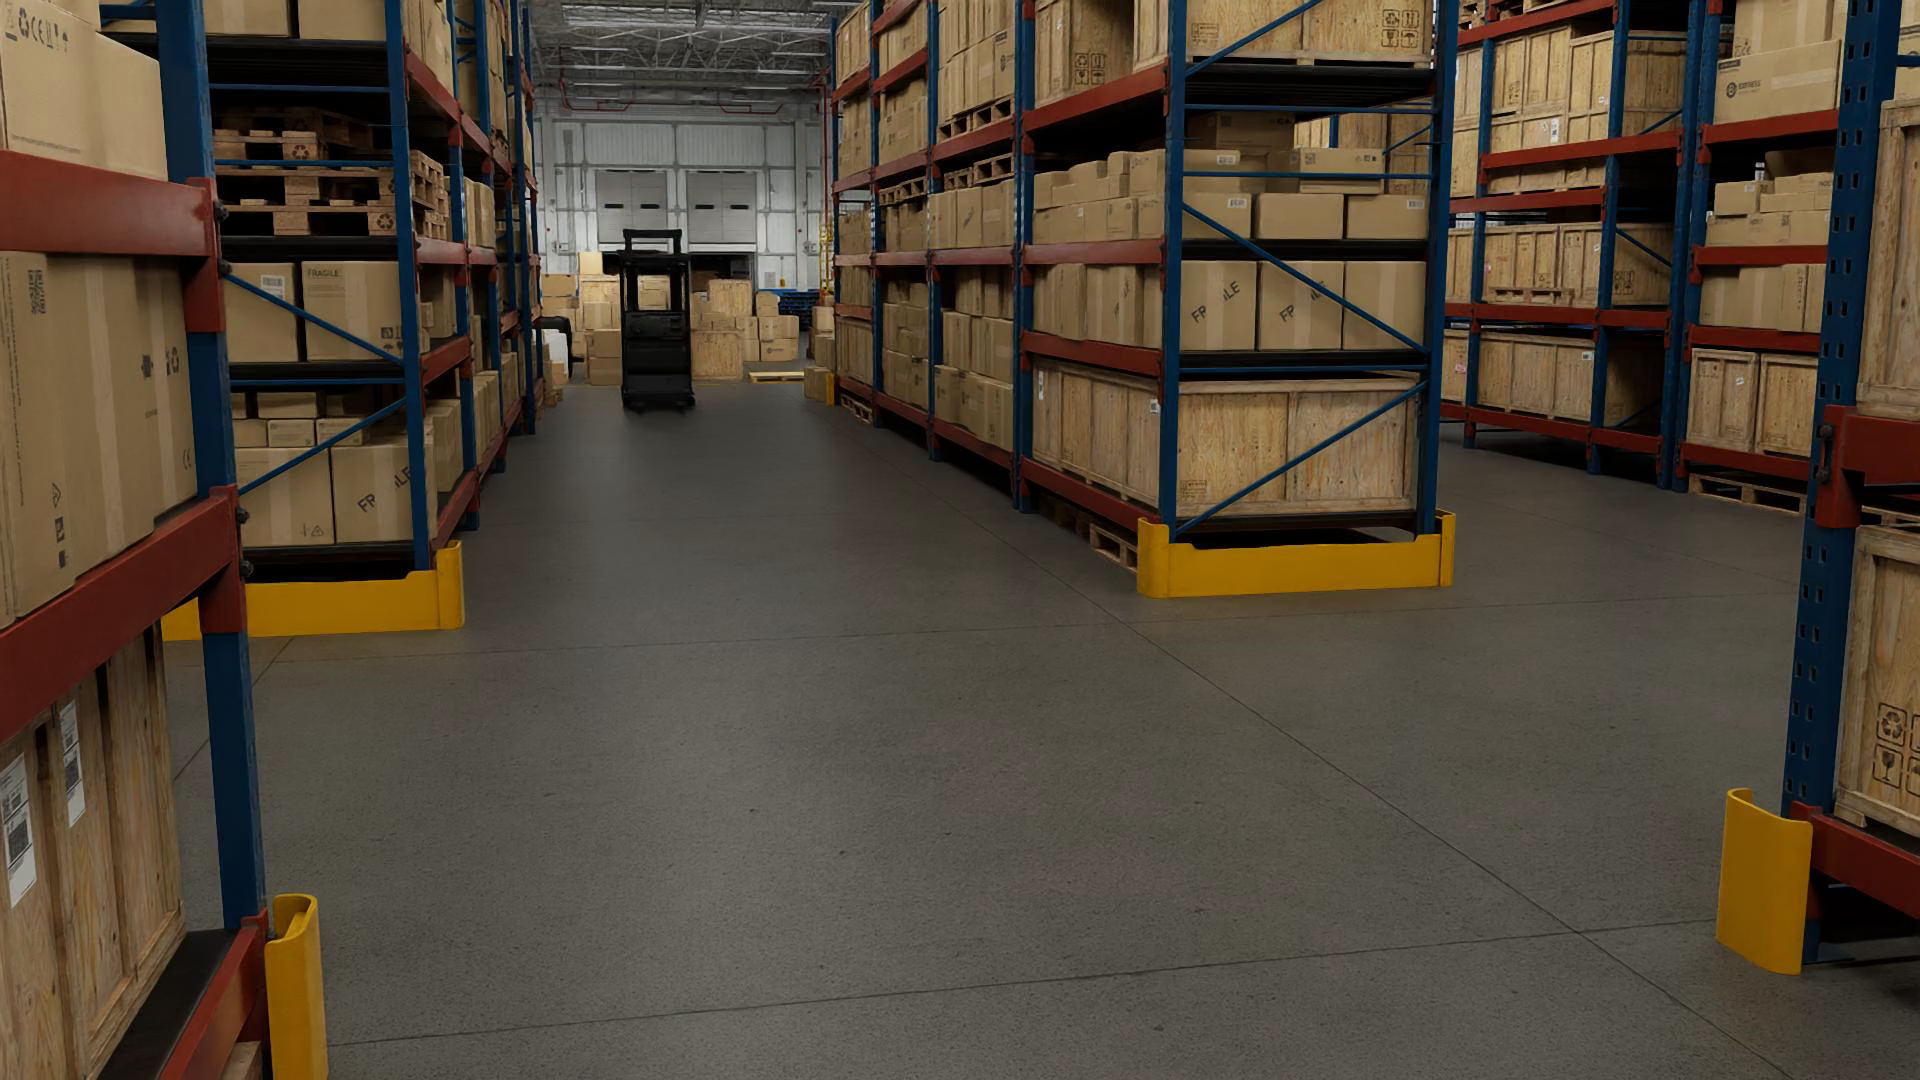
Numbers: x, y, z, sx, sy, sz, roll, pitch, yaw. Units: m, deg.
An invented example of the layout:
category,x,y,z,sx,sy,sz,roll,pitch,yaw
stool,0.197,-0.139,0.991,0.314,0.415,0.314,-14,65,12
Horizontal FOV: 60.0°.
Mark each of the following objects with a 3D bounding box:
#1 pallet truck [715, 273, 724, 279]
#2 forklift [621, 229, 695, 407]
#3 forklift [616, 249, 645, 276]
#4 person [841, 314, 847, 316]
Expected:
category,x,y,z,sx,sy,sz,roll,pitch,yaw
pallet truck,-8.580,-8.986,62.280,1.885,1.965,0.823,1,9,5
forklift,-4.928,-3.613,26.844,1.129,2.768,1.873,-2,10,-12
forklift,-11.332,-8.624,57.390,1.129,2.768,1.873,-8,12,-39
person,-2.577,-4.877,38.347,0.433,1.623,0.540,-3,10,-20
